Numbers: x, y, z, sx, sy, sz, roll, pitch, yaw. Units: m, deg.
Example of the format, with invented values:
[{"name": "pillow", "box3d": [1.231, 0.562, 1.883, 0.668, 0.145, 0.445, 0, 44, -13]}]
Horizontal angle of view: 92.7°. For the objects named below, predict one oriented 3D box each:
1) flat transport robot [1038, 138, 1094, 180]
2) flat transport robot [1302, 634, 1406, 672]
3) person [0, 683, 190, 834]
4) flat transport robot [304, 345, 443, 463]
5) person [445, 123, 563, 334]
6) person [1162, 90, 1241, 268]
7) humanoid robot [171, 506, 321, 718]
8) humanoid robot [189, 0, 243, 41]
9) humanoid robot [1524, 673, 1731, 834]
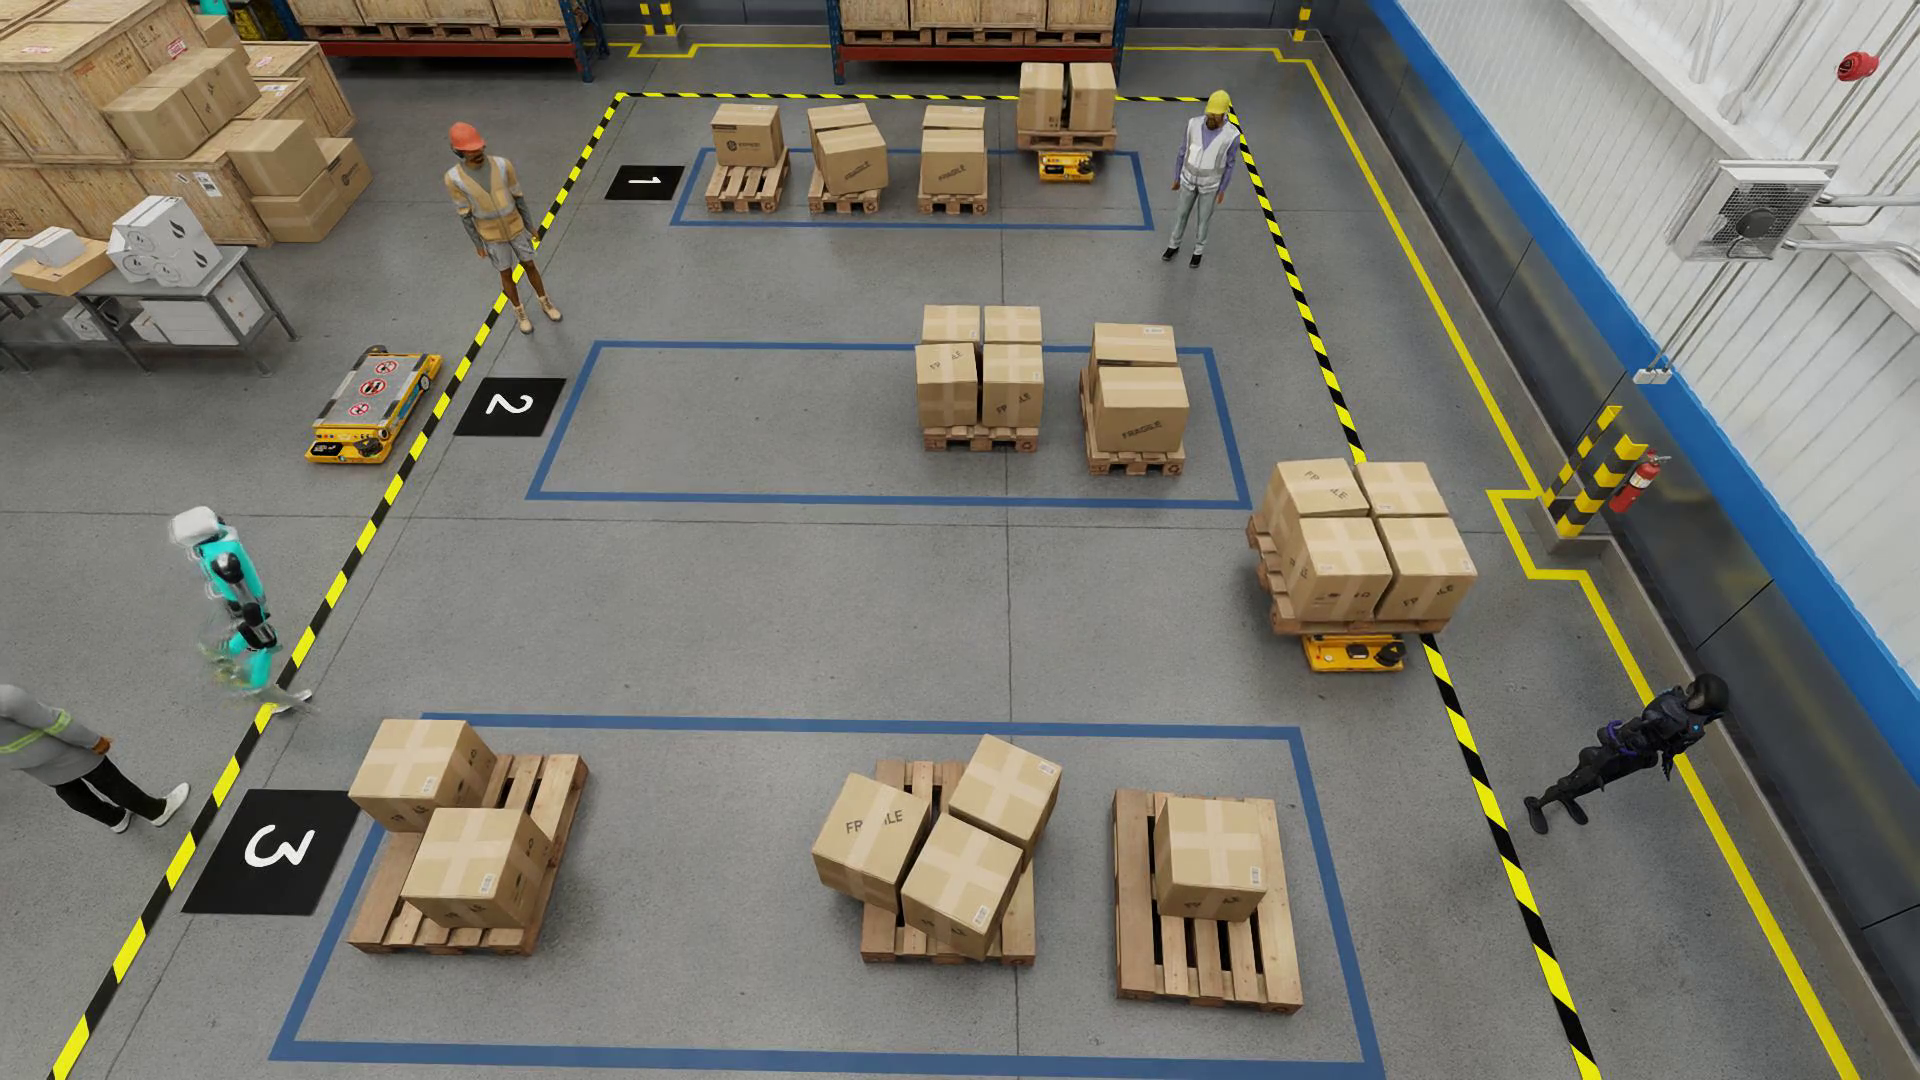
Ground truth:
[{"name": "flat transport robot", "box3d": [1.307, -4.995, 11.576, 0.652, 0.197, 1.431, 1, 50, 1]}, {"name": "flat transport robot", "box3d": [2.869, 0.354, 7.049, 0.652, 0.197, 1.431, -1, 50, -1]}, {"name": "person", "box3d": [-5.340, 1.168, 5.341, 0.594, 1.851, 0.398, -5, 50, -5]}, {"name": "flat transport robot", "box3d": [-5.383, -1.269, 8.441, 0.659, 0.231, 1.431, 1, 50, 1]}, {"name": "person", "box3d": [-4.324, -2.924, 8.677, 0.606, 2.048, 0.366, -31, 57, -24]}, {"name": "person", "box3d": [2.488, -3.712, 9.481, 0.589, 1.837, 0.404, 22, 53, 18]}, {"name": "humanoid robot", "box3d": [-4.694, 0.599, 5.914, 0.811, 1.794, 0.552, -32, 57, -24]}, {"name": "humanoid robot", "box3d": [-9.629, -6.426, 11.874, 0.801, 1.819, 0.553, 9, 50, 7]}, {"name": "humanoid robot", "box3d": [3.925, 1.262, 5.369, 0.599, 1.653, 0.315, -7, 50, -6]}]
